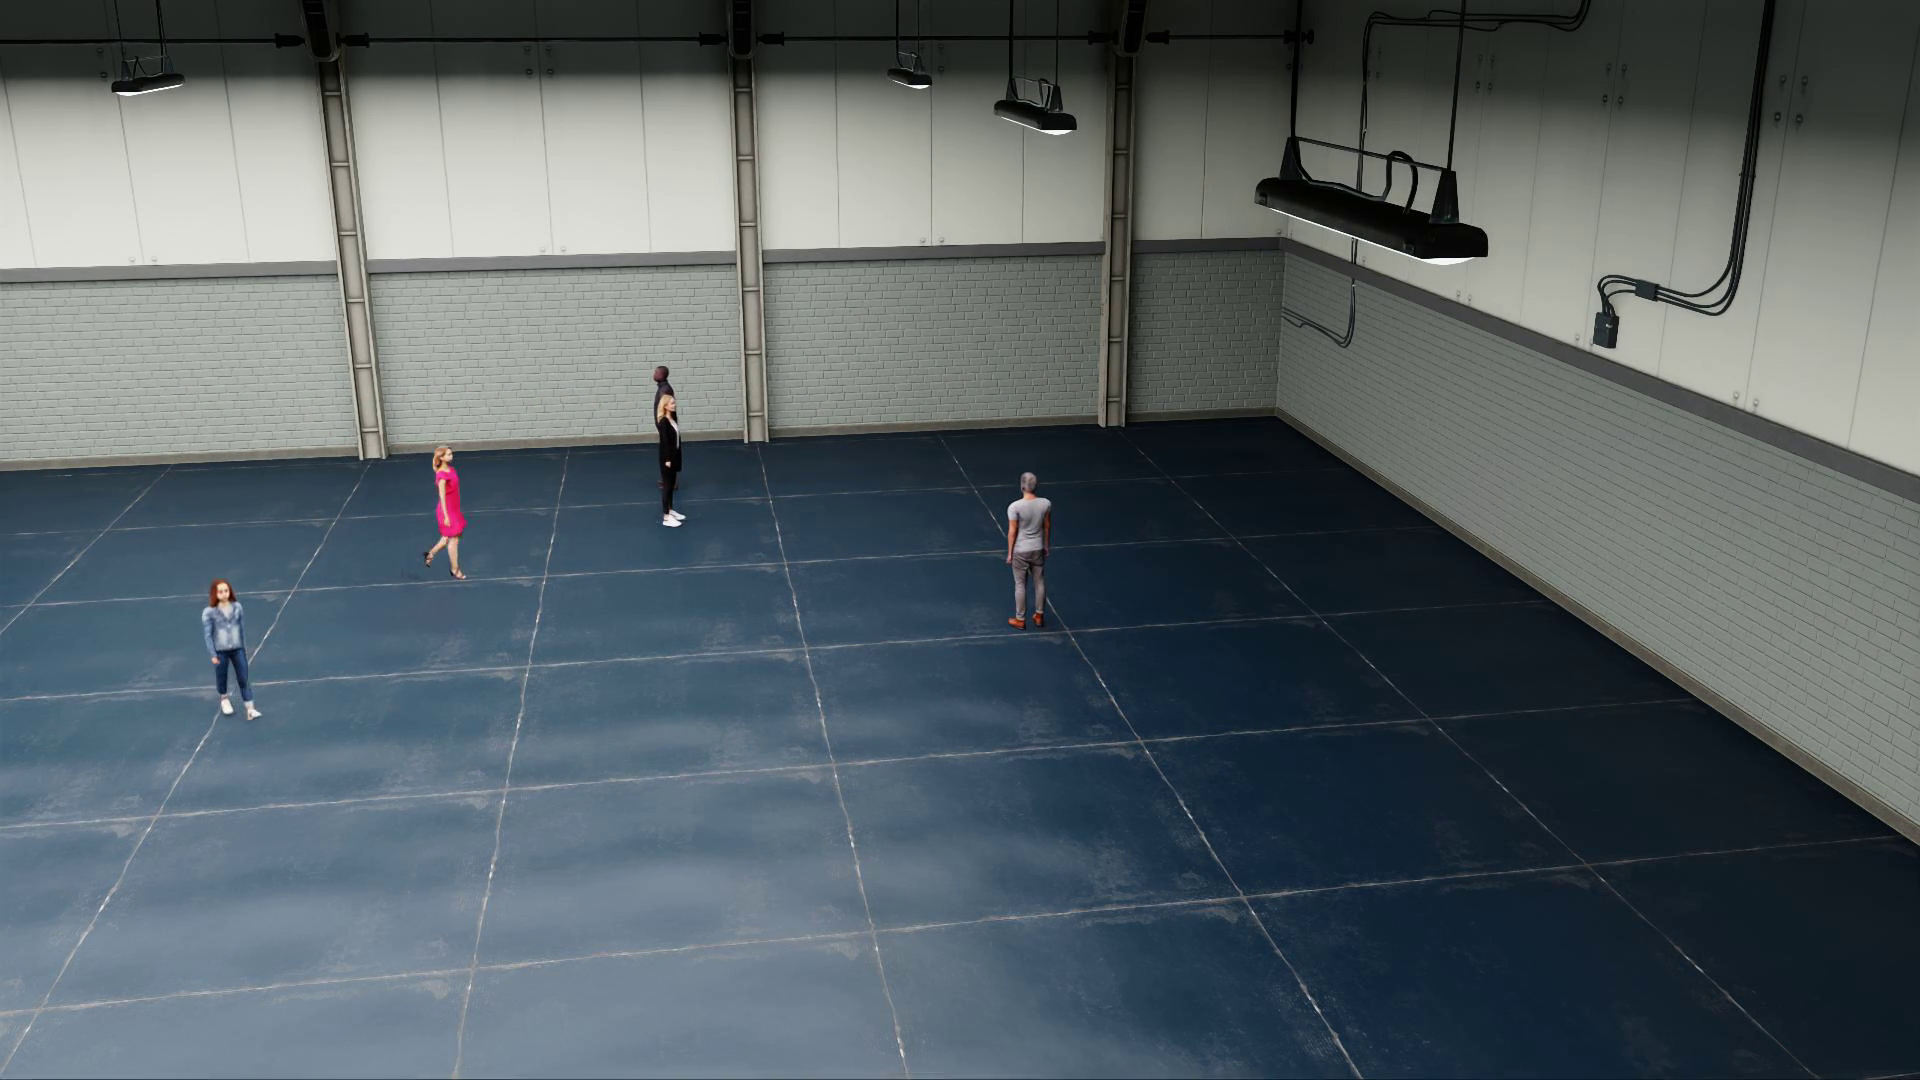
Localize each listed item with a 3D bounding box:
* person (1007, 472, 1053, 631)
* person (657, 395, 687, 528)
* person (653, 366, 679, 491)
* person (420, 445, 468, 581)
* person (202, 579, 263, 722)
[{"bbox_3d":[0.787,0.117,18.881,0.588,1.830,0.802,-8,20,-22],"label":"person"},{"bbox_3d":[-3.969,-1.099,22.665,0.595,1.801,0.649,1,18,4],"label":"person"},{"bbox_3d":[-4.291,-1.649,24.296,0.557,1.835,0.688,-2,18,-8],"label":"person"},{"bbox_3d":[-6.379,-0.341,20.472,0.844,1.716,0.637,-1,18,-4],"label":"person"},{"bbox_3d":[-7.314,1.087,16.529,1.020,1.443,0.961,-15,24,-39],"label":"person"}]
